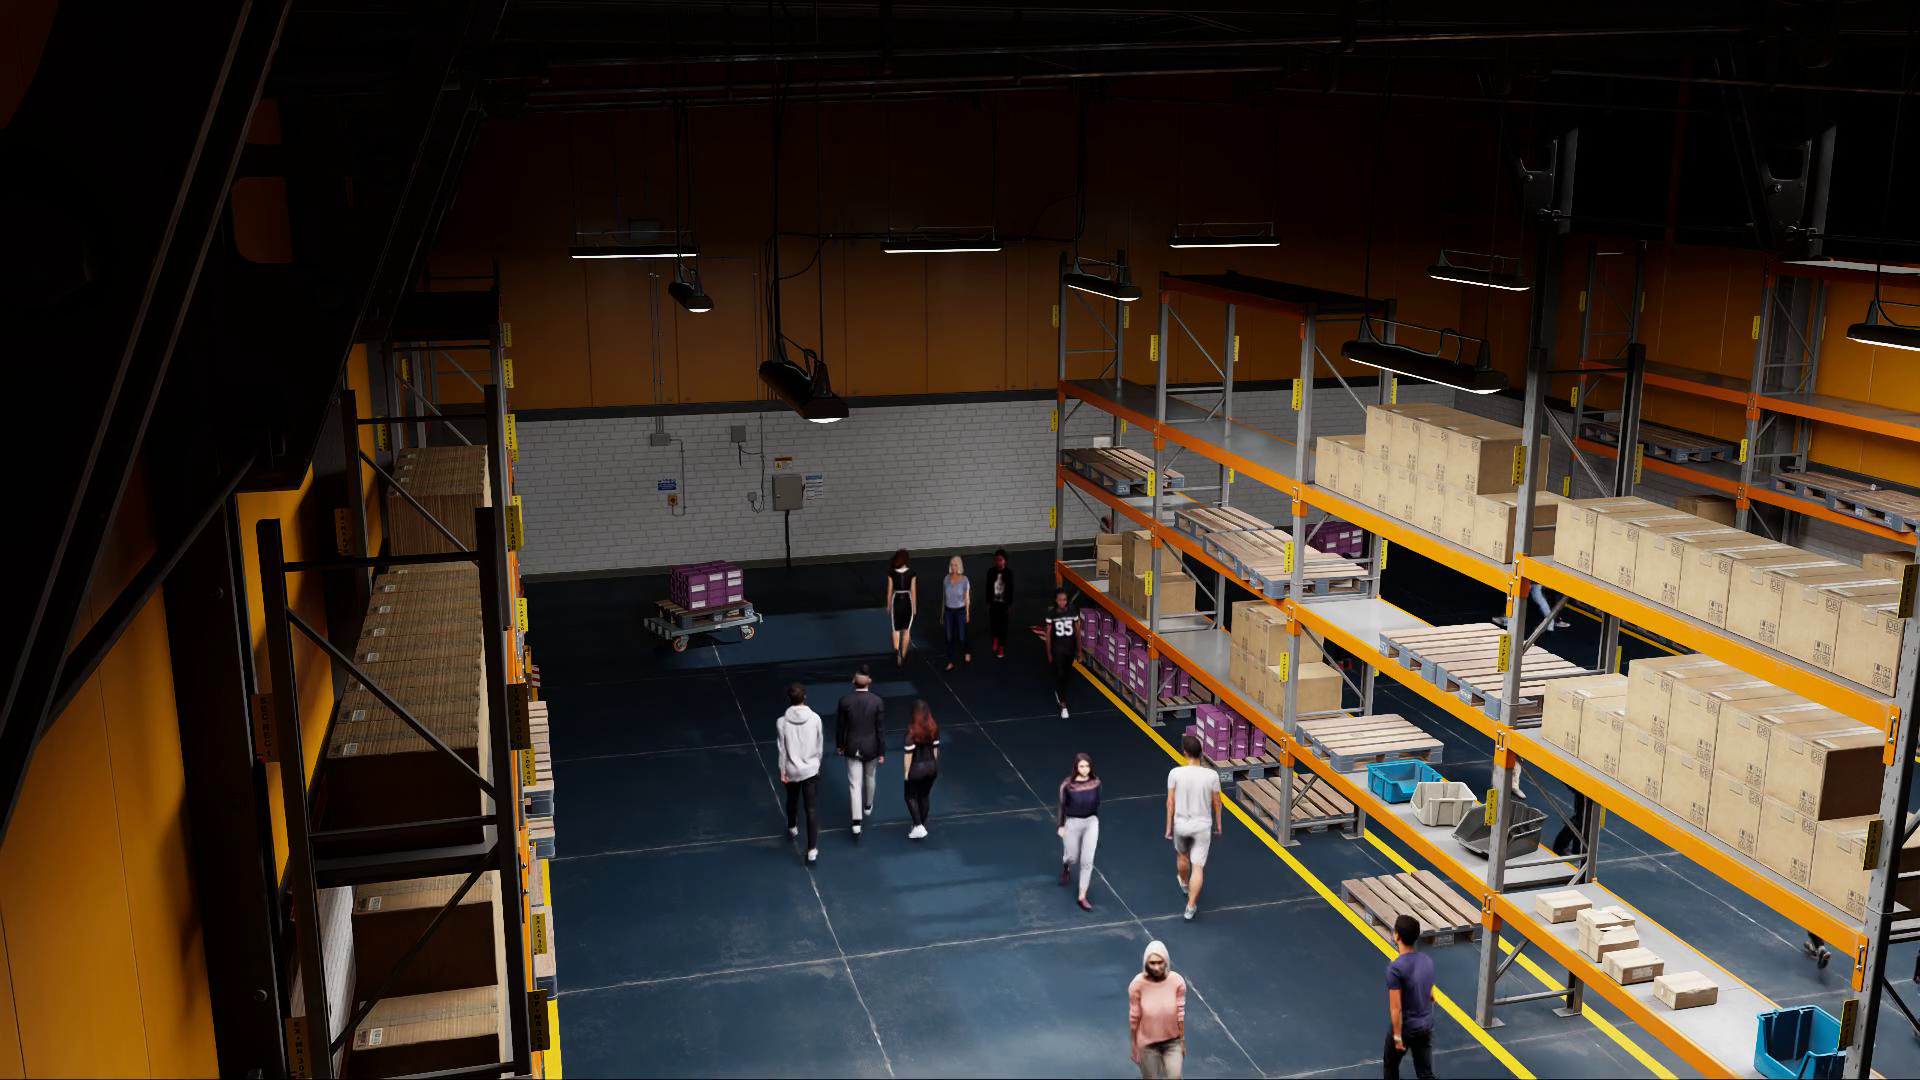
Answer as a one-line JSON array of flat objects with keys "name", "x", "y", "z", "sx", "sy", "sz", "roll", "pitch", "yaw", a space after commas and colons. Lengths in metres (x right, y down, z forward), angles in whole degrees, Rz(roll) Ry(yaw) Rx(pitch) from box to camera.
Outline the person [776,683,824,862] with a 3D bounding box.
[{"name": "person", "x": -1.694, "y": 2.541, "z": 17.971, "sx": 0.731, "sy": 1.860, "sz": 1.288, "roll": -2, "pitch": 14, "yaw": -10}]

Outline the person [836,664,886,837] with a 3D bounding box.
[{"name": "person", "x": -1.104, "y": 2.368, "z": 18.583, "sx": 0.917, "sy": 1.908, "sz": 1.372, "roll": 0, "pitch": 14, "yaw": -2}]

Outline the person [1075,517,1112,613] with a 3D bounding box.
[{"name": "person", "x": 2.467, "y": 0.489, "z": 26.866, "sx": 1.062, "sy": 1.663, "sz": 1.161, "roll": 4, "pitch": 14, "yaw": 17}]

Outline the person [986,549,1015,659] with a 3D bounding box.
[{"name": "person", "x": 0.621, "y": 0.927, "z": 25.060, "sx": 0.706, "sy": 1.662, "sz": 0.773, "roll": 2, "pitch": 14, "yaw": 9}]

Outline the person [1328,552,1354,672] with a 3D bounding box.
[{"name": "person", "x": 5.651, "y": 1.045, "z": 24.370, "sx": 0.641, "sy": 1.755, "sz": 0.591, "roll": -5, "pitch": 14, "yaw": -19}]

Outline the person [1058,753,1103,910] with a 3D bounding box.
[{"name": "person", "x": 1.204, "y": 2.927, "z": 16.941, "sx": 0.606, "sy": 1.594, "sz": 0.860, "roll": -4, "pitch": 14, "yaw": -15}]

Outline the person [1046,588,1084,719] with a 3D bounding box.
[{"name": "person", "x": 1.397, "y": 1.501, "z": 22.631, "sx": 0.671, "sy": 1.689, "sz": 1.168, "roll": -2, "pitch": 14, "yaw": -10}]

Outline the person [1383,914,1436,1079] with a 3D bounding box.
[{"name": "person", "x": 3.545, "y": 3.854, "z": 12.846, "sx": 0.770, "sy": 1.721, "sz": 1.249, "roll": -6, "pitch": 15, "yaw": -24}]

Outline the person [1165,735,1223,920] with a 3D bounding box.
[{"name": "person", "x": 2.317, "y": 2.902, "z": 16.586, "sx": 0.989, "sy": 1.811, "sz": 1.194, "roll": 2, "pitch": 14, "yaw": 9}]

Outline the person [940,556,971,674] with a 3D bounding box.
[{"name": "person", "x": -0.036, "y": 1.063, "z": 24.383, "sx": 0.830, "sy": 1.716, "sz": 0.897, "roll": 7, "pitch": 15, "yaw": 27}]

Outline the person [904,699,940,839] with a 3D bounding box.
[{"name": "person", "x": -0.400, "y": 2.552, "z": 18.406, "sx": 0.701, "sy": 1.634, "sz": 0.755, "roll": -8, "pitch": 16, "yaw": -31}]

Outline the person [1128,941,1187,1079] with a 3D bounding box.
[{"name": "person", "x": 1.515, "y": 3.849, "z": 12.885, "sx": 0.652, "sy": 1.712, "sz": 0.637, "roll": -1, "pitch": 14, "yaw": -6}]

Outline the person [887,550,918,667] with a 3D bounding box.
[{"name": "person", "x": -0.848, "y": 1.048, "z": 24.304, "sx": 0.728, "sy": 1.782, "sz": 0.932, "roll": 0, "pitch": 14, "yaw": 1}]
